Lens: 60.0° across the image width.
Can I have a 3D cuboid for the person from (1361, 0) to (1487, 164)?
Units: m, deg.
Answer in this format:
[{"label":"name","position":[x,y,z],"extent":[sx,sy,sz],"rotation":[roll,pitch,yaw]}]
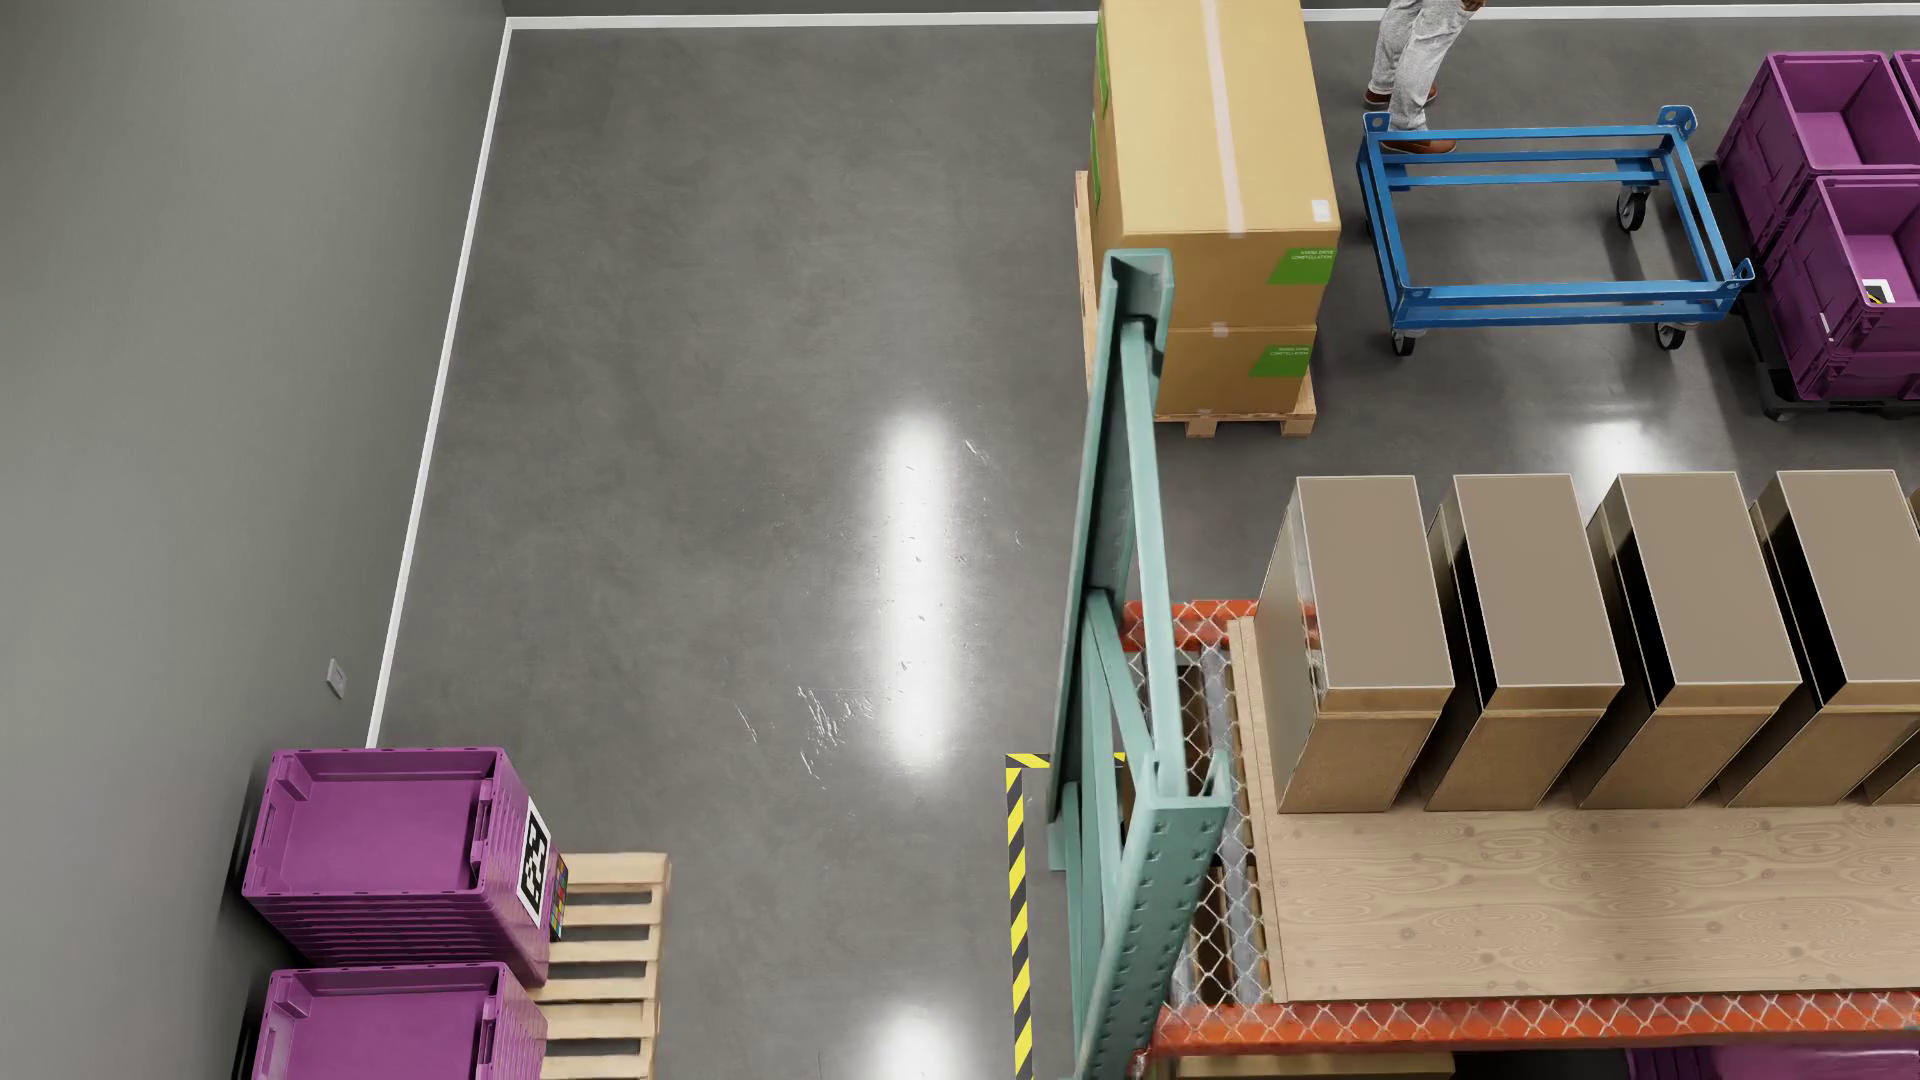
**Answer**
[{"label":"person","position":[1.835,-2.244,6.078],"extent":[0.354,1.937,0.635],"rotation":[-3,58,-2]}]
